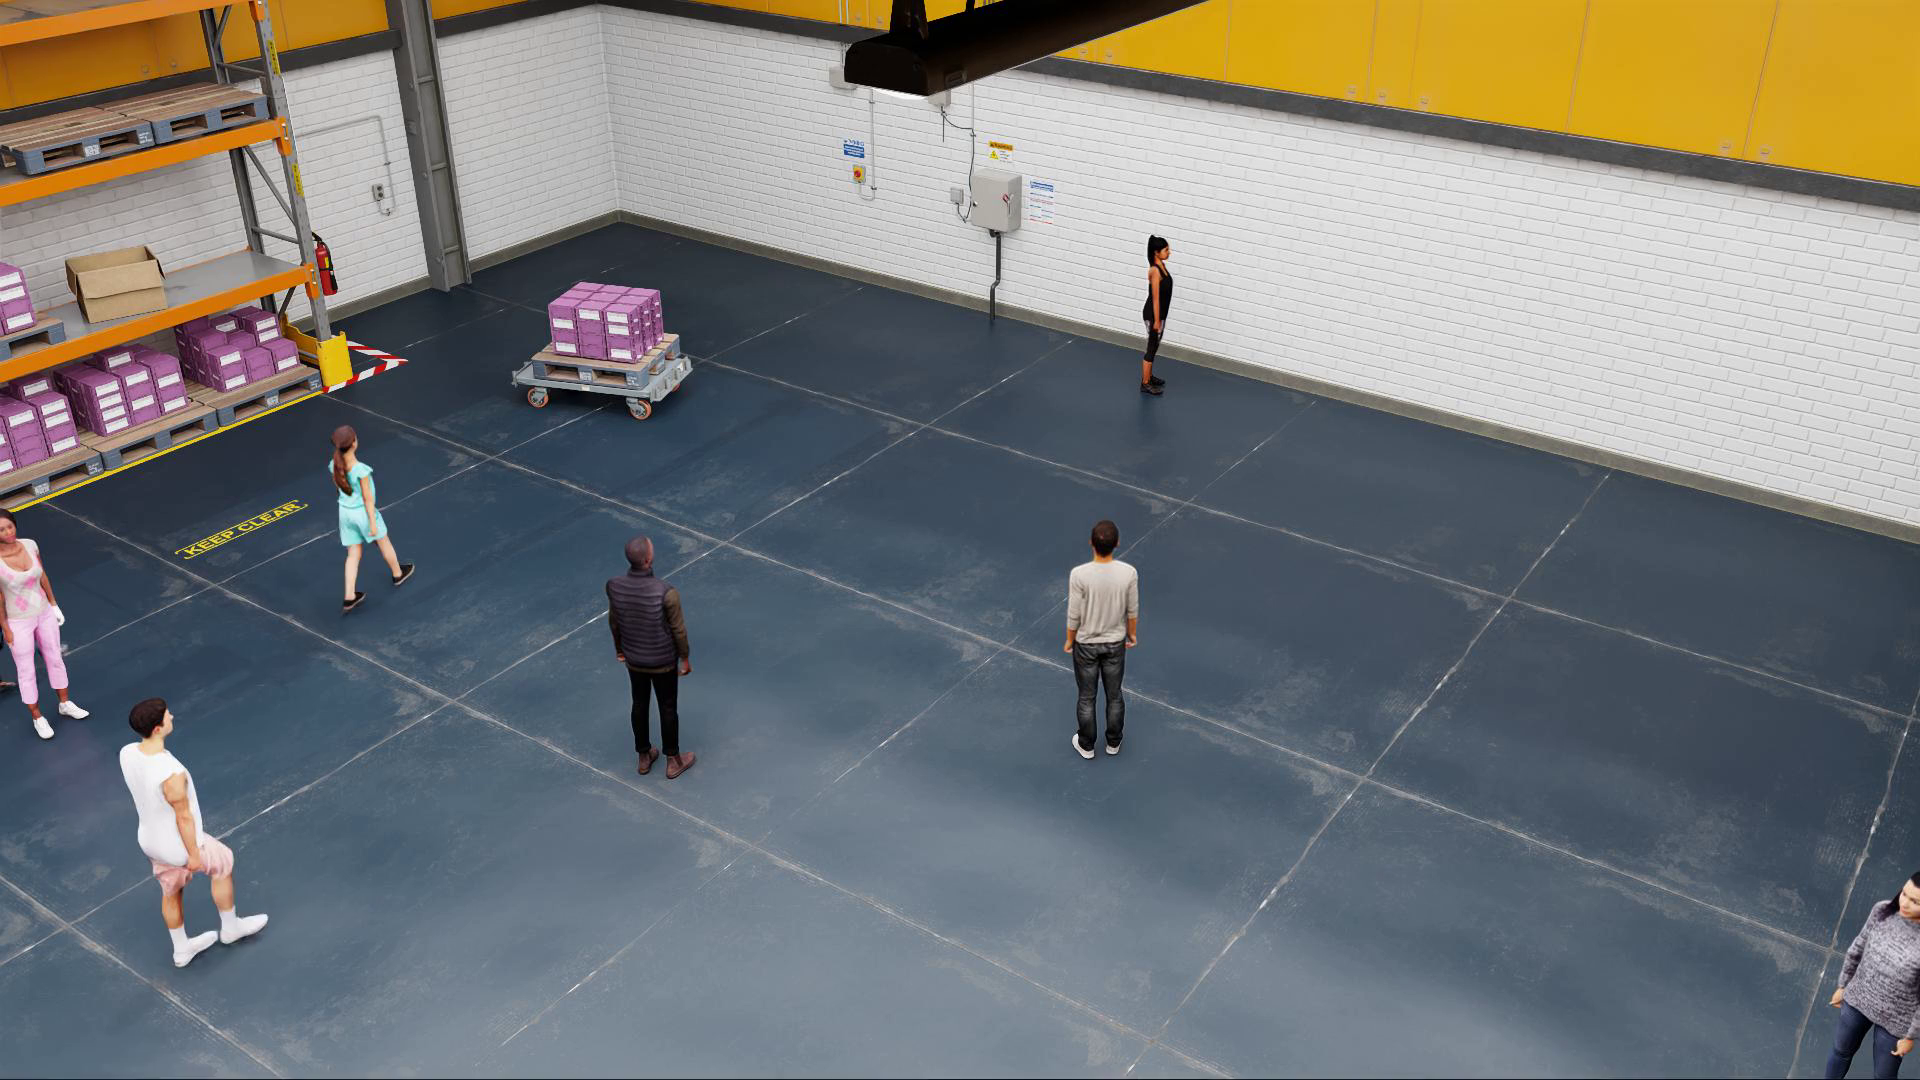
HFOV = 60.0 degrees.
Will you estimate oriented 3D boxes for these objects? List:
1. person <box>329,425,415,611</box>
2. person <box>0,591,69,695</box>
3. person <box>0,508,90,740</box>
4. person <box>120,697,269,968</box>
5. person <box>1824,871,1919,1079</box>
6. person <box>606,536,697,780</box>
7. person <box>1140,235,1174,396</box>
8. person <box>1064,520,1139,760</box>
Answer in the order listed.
[{"bbox_3d":[-4.858,-0.163,13.315,0.749,1.525,1.048,9,30,16],"label":"person"},{"bbox_3d":[-7.114,0.545,12.269,0.630,1.284,0.939,10,30,18],"label":"person"},{"bbox_3d":[-6.587,0.562,11.762,0.646,1.740,0.461,16,33,27],"label":"person"},{"bbox_3d":[-4.606,1.740,9.571,0.680,1.770,0.785,14,32,24],"label":"person"},{"bbox_3d":[4.695,2.371,8.454,0.677,1.733,0.685,-14,32,-24],"label":"person"},{"bbox_3d":[-2.097,0.787,11.250,0.765,1.836,0.687,8,30,15],"label":"person"},{"bbox_3d":[2.020,-2.342,17.168,0.714,1.662,0.576,5,29,10],"label":"person"},{"bbox_3d":[0.969,0.690,11.453,0.723,1.811,0.774,-4,29,-7],"label":"person"}]
